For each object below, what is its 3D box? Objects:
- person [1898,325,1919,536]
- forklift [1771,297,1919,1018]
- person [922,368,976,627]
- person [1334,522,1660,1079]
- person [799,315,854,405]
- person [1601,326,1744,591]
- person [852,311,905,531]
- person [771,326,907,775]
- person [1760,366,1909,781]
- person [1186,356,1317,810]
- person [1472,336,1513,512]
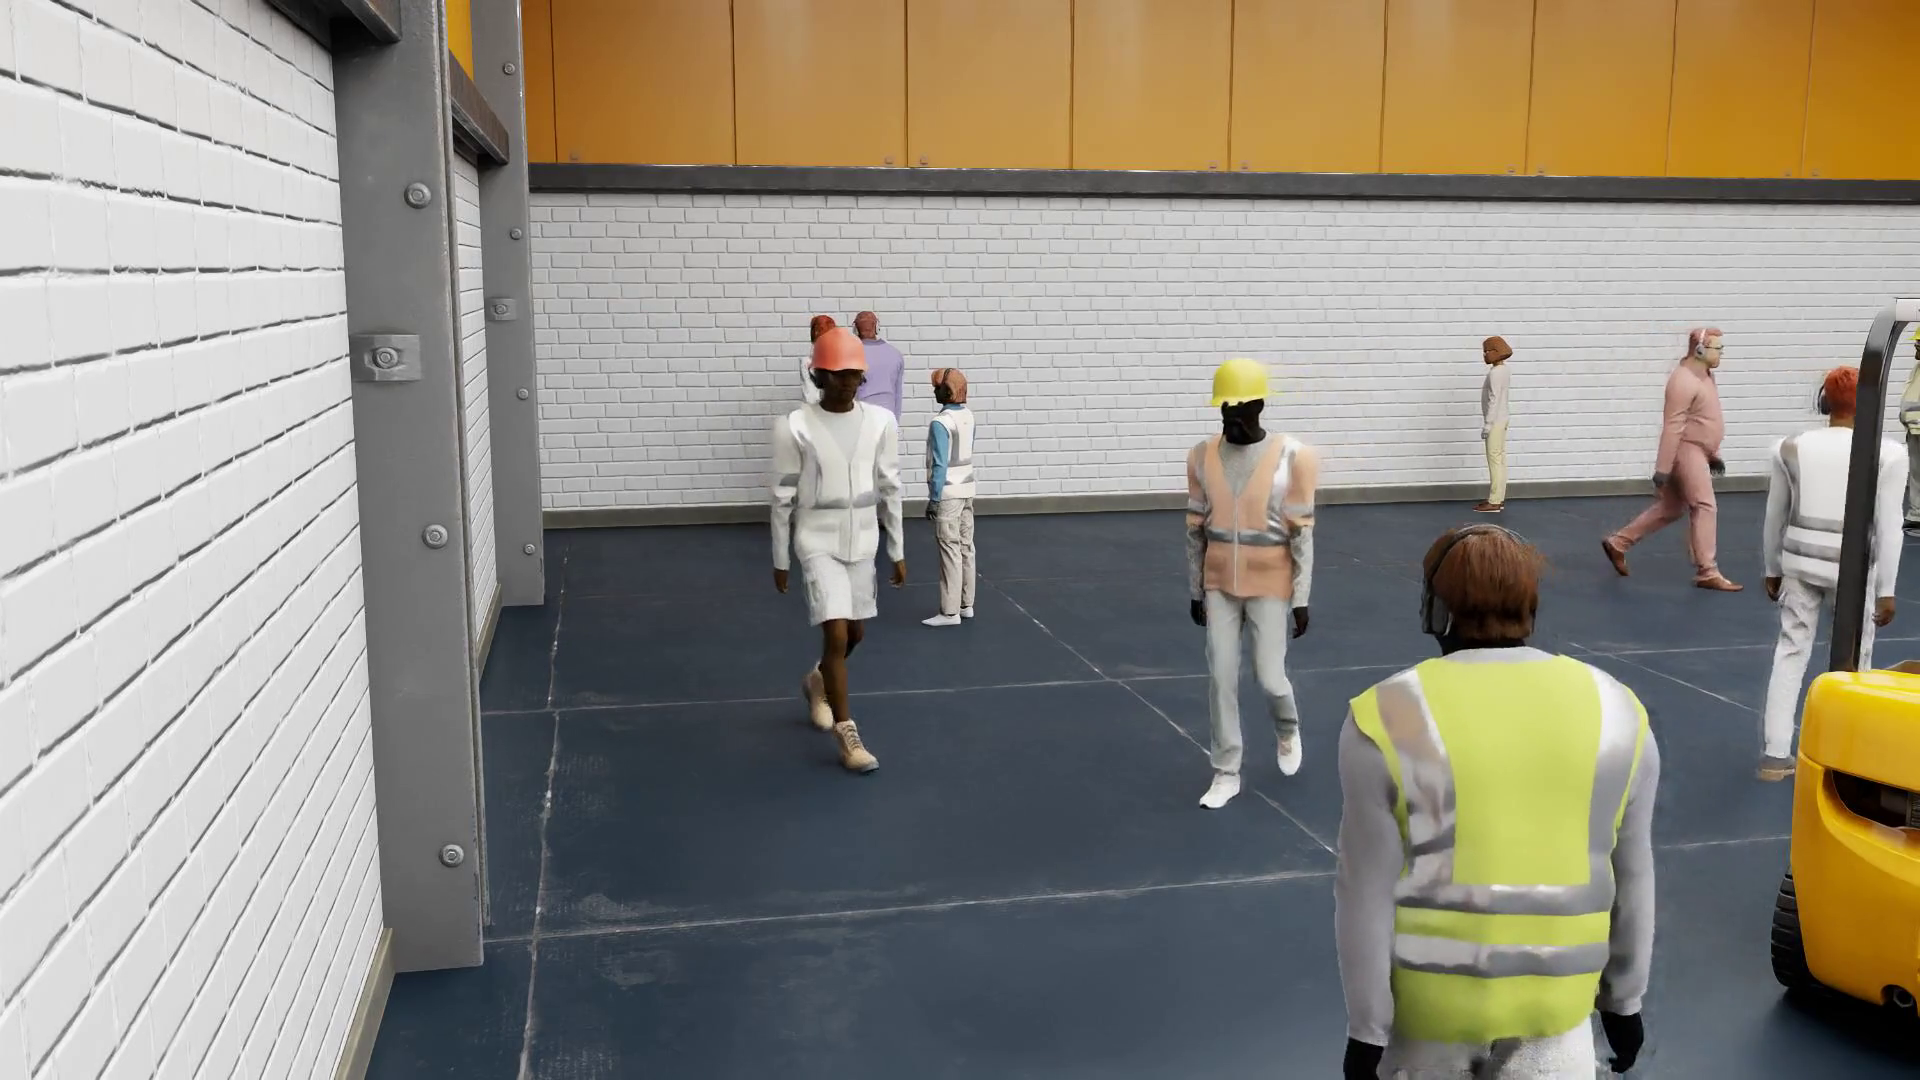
[{"bbox_3d":[8.165,-0.945,14.067,0.403,1.831,0.597,1,9,7],"label":"person"},{"bbox_3d":[3.542,0.334,5.177,2.313,2.155,1.214,-9,13,-43],"label":"forklift"},{"bbox_3d":[-0.055,-0.269,10.535,0.307,1.641,0.511,4,10,23],"label":"person"},{"bbox_3d":[1.029,0.876,3.122,0.637,1.796,0.972,-1,9,-4],"label":"person"},{"bbox_3d":[-1.084,-0.876,13.497,0.349,1.882,0.577,8,12,40],"label":"person"},{"bbox_3d":[5.104,-0.594,11.830,0.915,1.866,0.631,5,11,28],"label":"person"},{"bbox_3d":[-0.780,-0.986,14.109,0.640,1.904,0.401,-7,12,-38],"label":"person"},{"bbox_3d":[-0.596,0.013,7.720,0.605,2.016,0.943,-5,11,-28],"label":"person"},{"bbox_3d":[3.915,0.141,7.463,0.898,1.836,0.600,-9,13,-44],"label":"person"},{"bbox_3d":[1.238,0.169,7.051,0.586,1.905,0.594,6,11,32],"label":"person"},{"bbox_3d":[4.963,-1.074,15.461,0.286,1.633,0.498,5,11,29],"label":"person"}]
